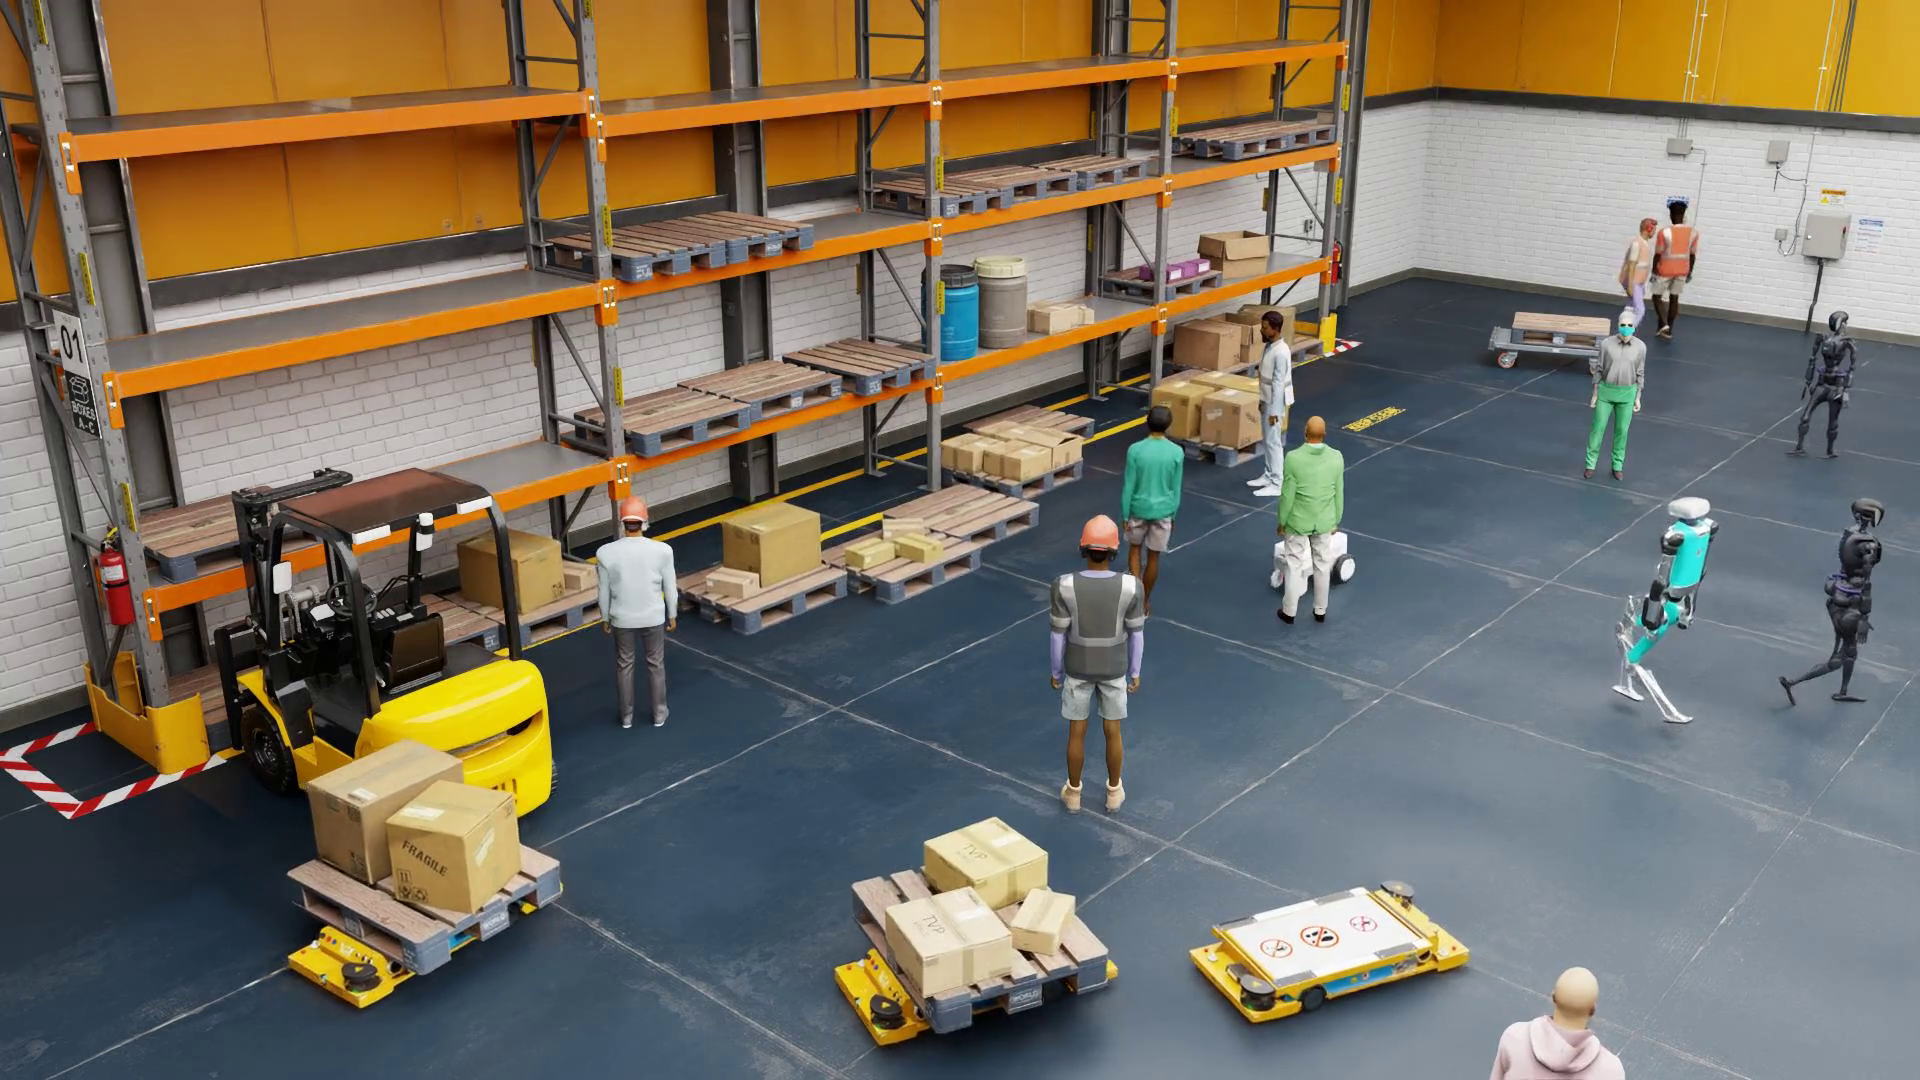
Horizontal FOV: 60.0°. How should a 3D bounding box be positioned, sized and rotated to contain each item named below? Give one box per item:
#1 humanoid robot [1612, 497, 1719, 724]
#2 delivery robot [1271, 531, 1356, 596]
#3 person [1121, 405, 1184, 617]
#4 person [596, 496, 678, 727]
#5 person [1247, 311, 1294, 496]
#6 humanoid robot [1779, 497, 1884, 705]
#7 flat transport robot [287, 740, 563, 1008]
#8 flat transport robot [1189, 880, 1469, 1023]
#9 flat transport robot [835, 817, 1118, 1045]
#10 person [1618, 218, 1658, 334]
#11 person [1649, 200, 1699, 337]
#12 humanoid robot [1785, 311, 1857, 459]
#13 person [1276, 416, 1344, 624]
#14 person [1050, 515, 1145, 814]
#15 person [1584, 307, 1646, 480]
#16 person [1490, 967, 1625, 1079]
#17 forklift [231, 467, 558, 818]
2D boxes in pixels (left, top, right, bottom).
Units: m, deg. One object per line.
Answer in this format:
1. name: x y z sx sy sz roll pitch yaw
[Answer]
1. humanoid robot: 5.052 0.481 12.106 0.548 1.743 0.977 -13 24 -31
2. delivery robot: 3.115 0.135 14.754 0.773 0.582 0.499 -17 26 -39
3. person: 1.599 -0.230 13.918 0.502 1.829 0.452 3 20 7
4. person: -2.319 0.523 12.011 0.572 1.739 0.351 -4 21 -10
5. person: 3.203 -1.399 16.980 0.382 1.909 0.588 0 20 -1
6. humanoid robot: 6.514 0.454 12.320 0.702 1.637 0.589 4 21 10
7. flat transport robot: -3.075 2.183 9.637 0.659 0.231 1.431 14 24 33
8. flat transport robot: 2.074 2.296 9.331 1.431 0.231 0.659 -9 22 -22
9. flat transport robot: 0.088 2.352 9.179 1.431 0.231 0.659 -9 22 -23
10. person: 9.311 -3.487 22.790 0.551 1.795 0.641 15 25 36
11. person: 10.040 -3.794 23.414 0.633 1.949 0.514 -1 20 -2
12. humanoid robot: 9.404 -1.663 18.043 0.611 1.640 0.588 -10 22 -25
13. person: 2.894 -0.160 13.799 0.553 1.782 0.384 -2 20 -5
14. person: 0.878 0.816 10.785 0.608 2.043 0.372 0 20 1
15. person: 6.884 -1.534 17.443 0.510 1.839 0.341 5 21 13
16. person: 2.329 2.496 6.620 0.536 1.774 0.417 12 24 30
17. forklift: -3.730 0.710 10.856 2.313 2.155 1.214 17 26 38
